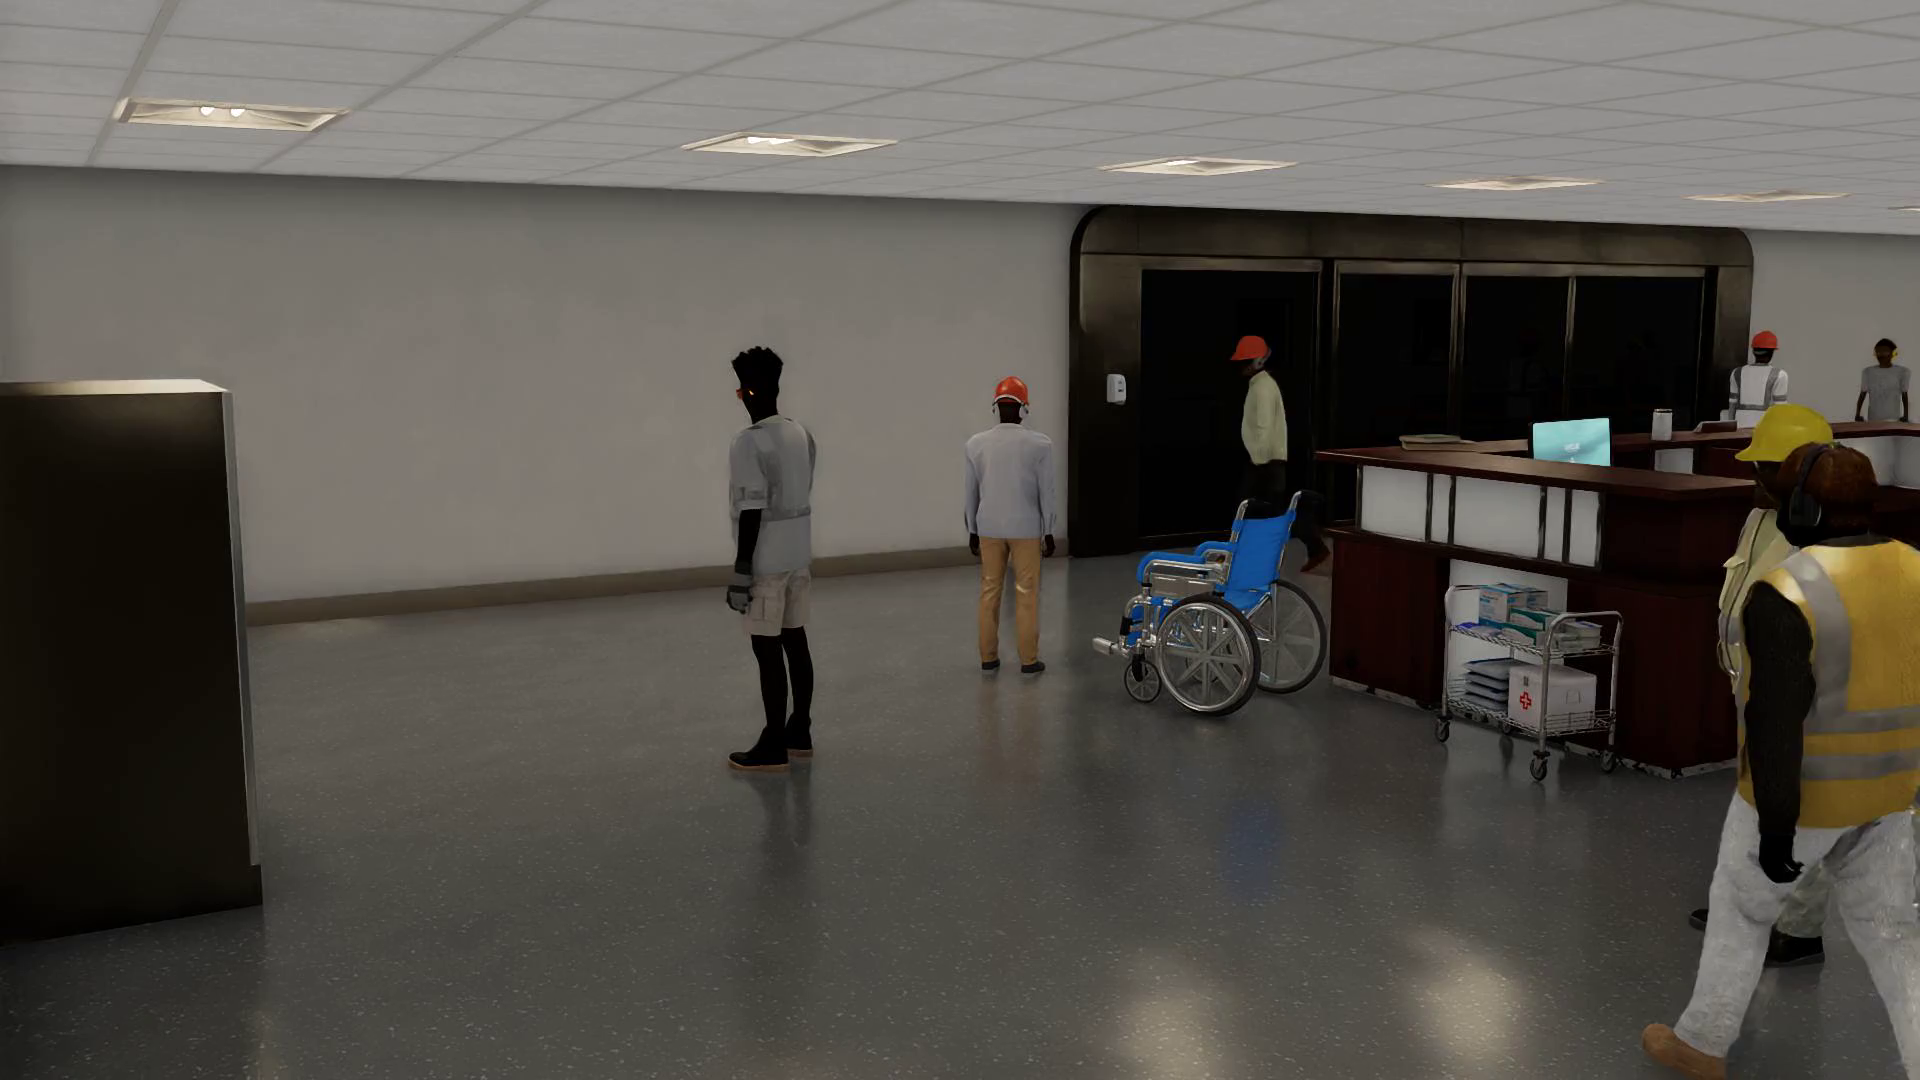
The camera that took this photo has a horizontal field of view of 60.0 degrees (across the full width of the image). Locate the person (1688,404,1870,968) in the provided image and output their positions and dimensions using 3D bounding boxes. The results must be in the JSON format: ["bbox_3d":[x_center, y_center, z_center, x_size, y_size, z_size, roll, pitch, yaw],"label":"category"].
[{"bbox_3d":[2.687,0.472,5.430,0.404,1.828,0.592,0,8,-3],"label":"person"}]

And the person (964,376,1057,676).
[{"bbox_3d":[0.302,-0.082,9.736,0.564,1.743,0.352,3,8,20],"label":"person"}]

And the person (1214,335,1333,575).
[{"bbox_3d":[2.523,-0.677,13.373,1.004,1.943,0.665,0,8,2],"label":"person"}]

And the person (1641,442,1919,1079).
[{"bbox_3d":[2.259,0.649,4.270,0.625,1.804,0.932,-3,8,-19],"label":"person"}]

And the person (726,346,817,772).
[{"bbox_3d":[-0.879,0.090,7.697,0.371,1.963,0.608,3,9,24],"label":"person"}]

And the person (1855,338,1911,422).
[{"bbox_3d":[10.450,-1.373,18.817,0.940,1.831,0.522,-8,11,-44],"label":"person"}]

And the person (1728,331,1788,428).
[{"bbox_3d":[7.800,-1.074,16.270,0.385,1.930,0.546,-7,10,-41],"label":"person"}]
